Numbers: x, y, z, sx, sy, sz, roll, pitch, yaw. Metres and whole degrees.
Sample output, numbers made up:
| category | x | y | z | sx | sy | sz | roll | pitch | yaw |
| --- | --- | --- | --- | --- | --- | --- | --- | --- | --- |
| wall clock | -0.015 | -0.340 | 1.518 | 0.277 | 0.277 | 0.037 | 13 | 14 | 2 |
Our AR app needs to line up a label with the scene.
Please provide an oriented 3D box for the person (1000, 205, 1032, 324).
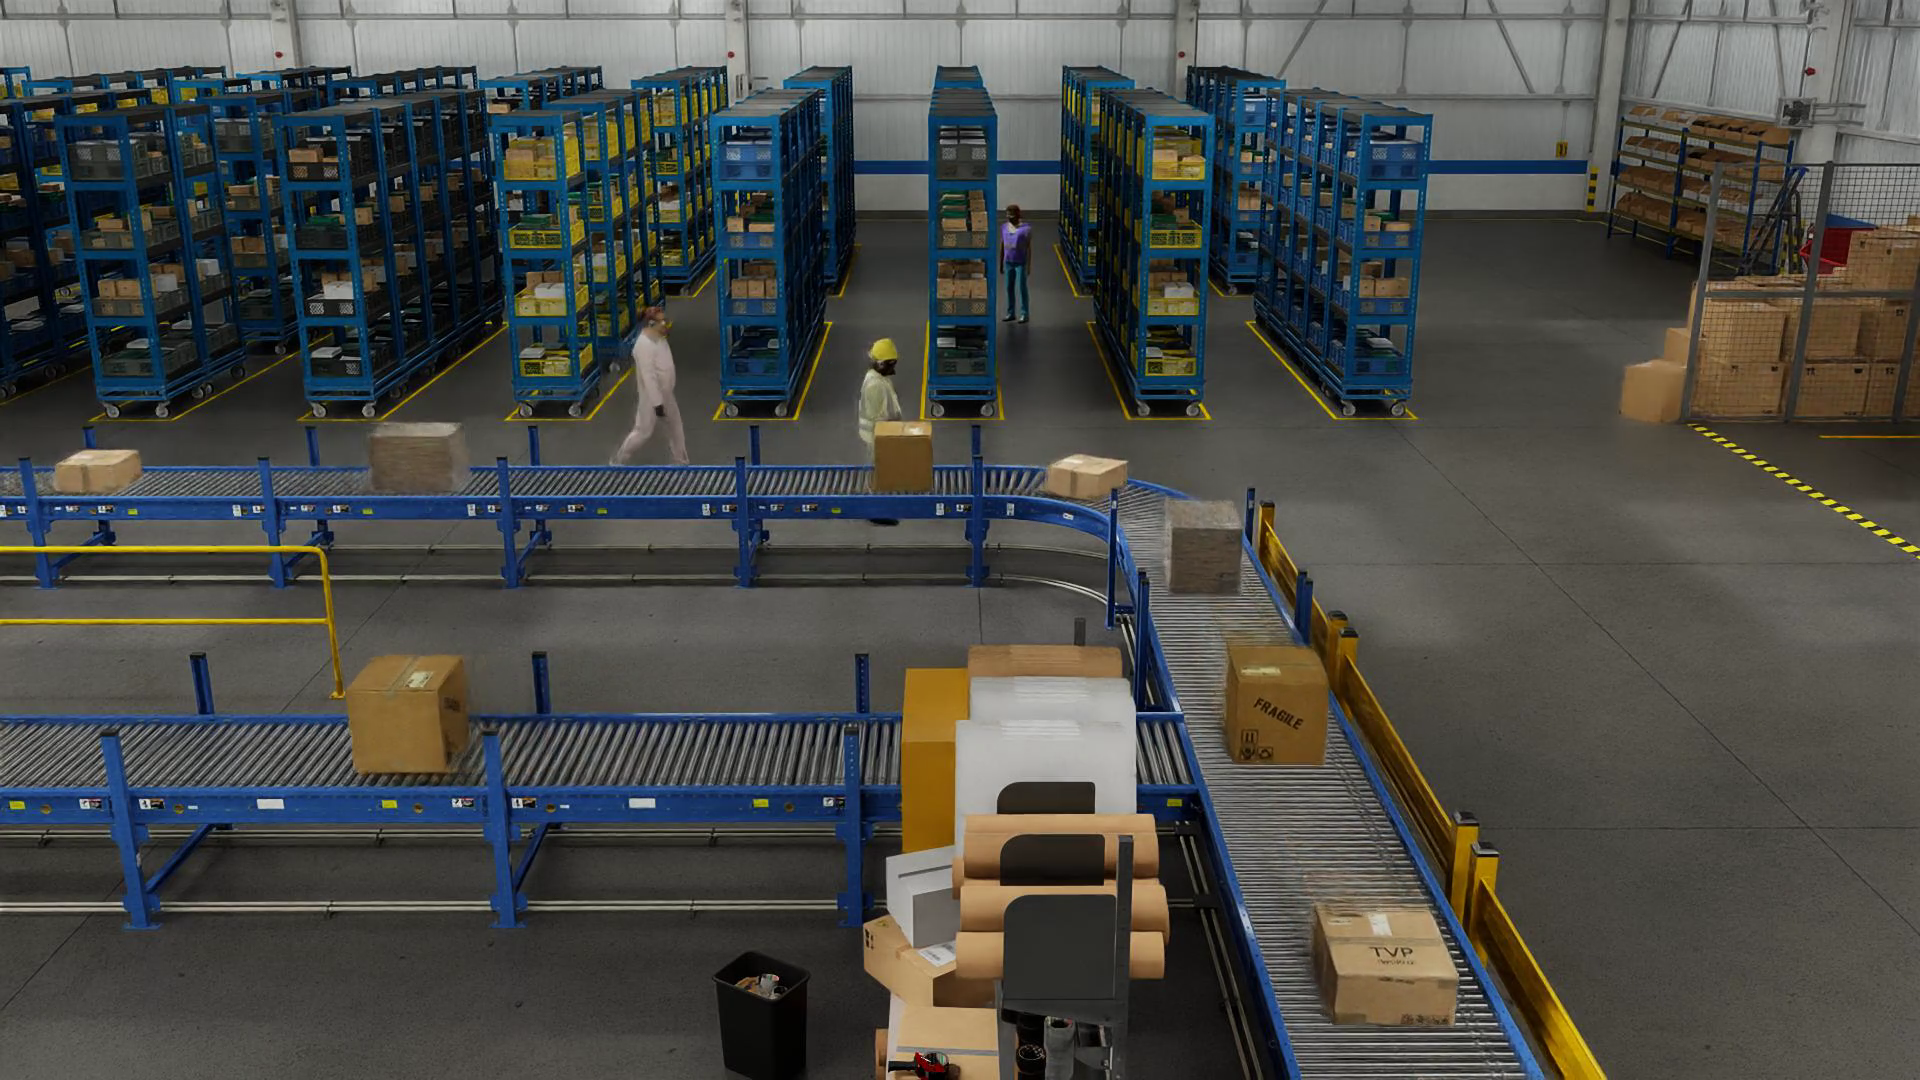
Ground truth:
| category | x | y | z | sx | sy | sz | roll | pitch | yaw |
| --- | --- | --- | --- | --- | --- | --- | --- | --- | --- |
| person | 0.880 | -4.316 | 25.976 | 0.575 | 1.830 | 0.388 | 12 | 22 | 33 |

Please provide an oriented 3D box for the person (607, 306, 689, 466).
| category | x | y | z | sx | sy | sz | roll | pitch | yaw |
| --- | --- | --- | --- | --- | --- | --- | --- | --- | --- |
| person | -3.207 | -1.501 | 17.248 | 0.969 | 1.871 | 0.634 | 4 | 18 | 12 |

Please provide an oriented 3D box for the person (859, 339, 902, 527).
| category | x | y | z | sx | sy | sz | roll | pitch | yaw |
| --- | --- | --- | --- | --- | --- | --- | --- | --- | --- |
| person | -0.744 | -1.006 | 15.801 | 0.419 | 1.819 | 0.611 | 1 | 18 | 3 |
